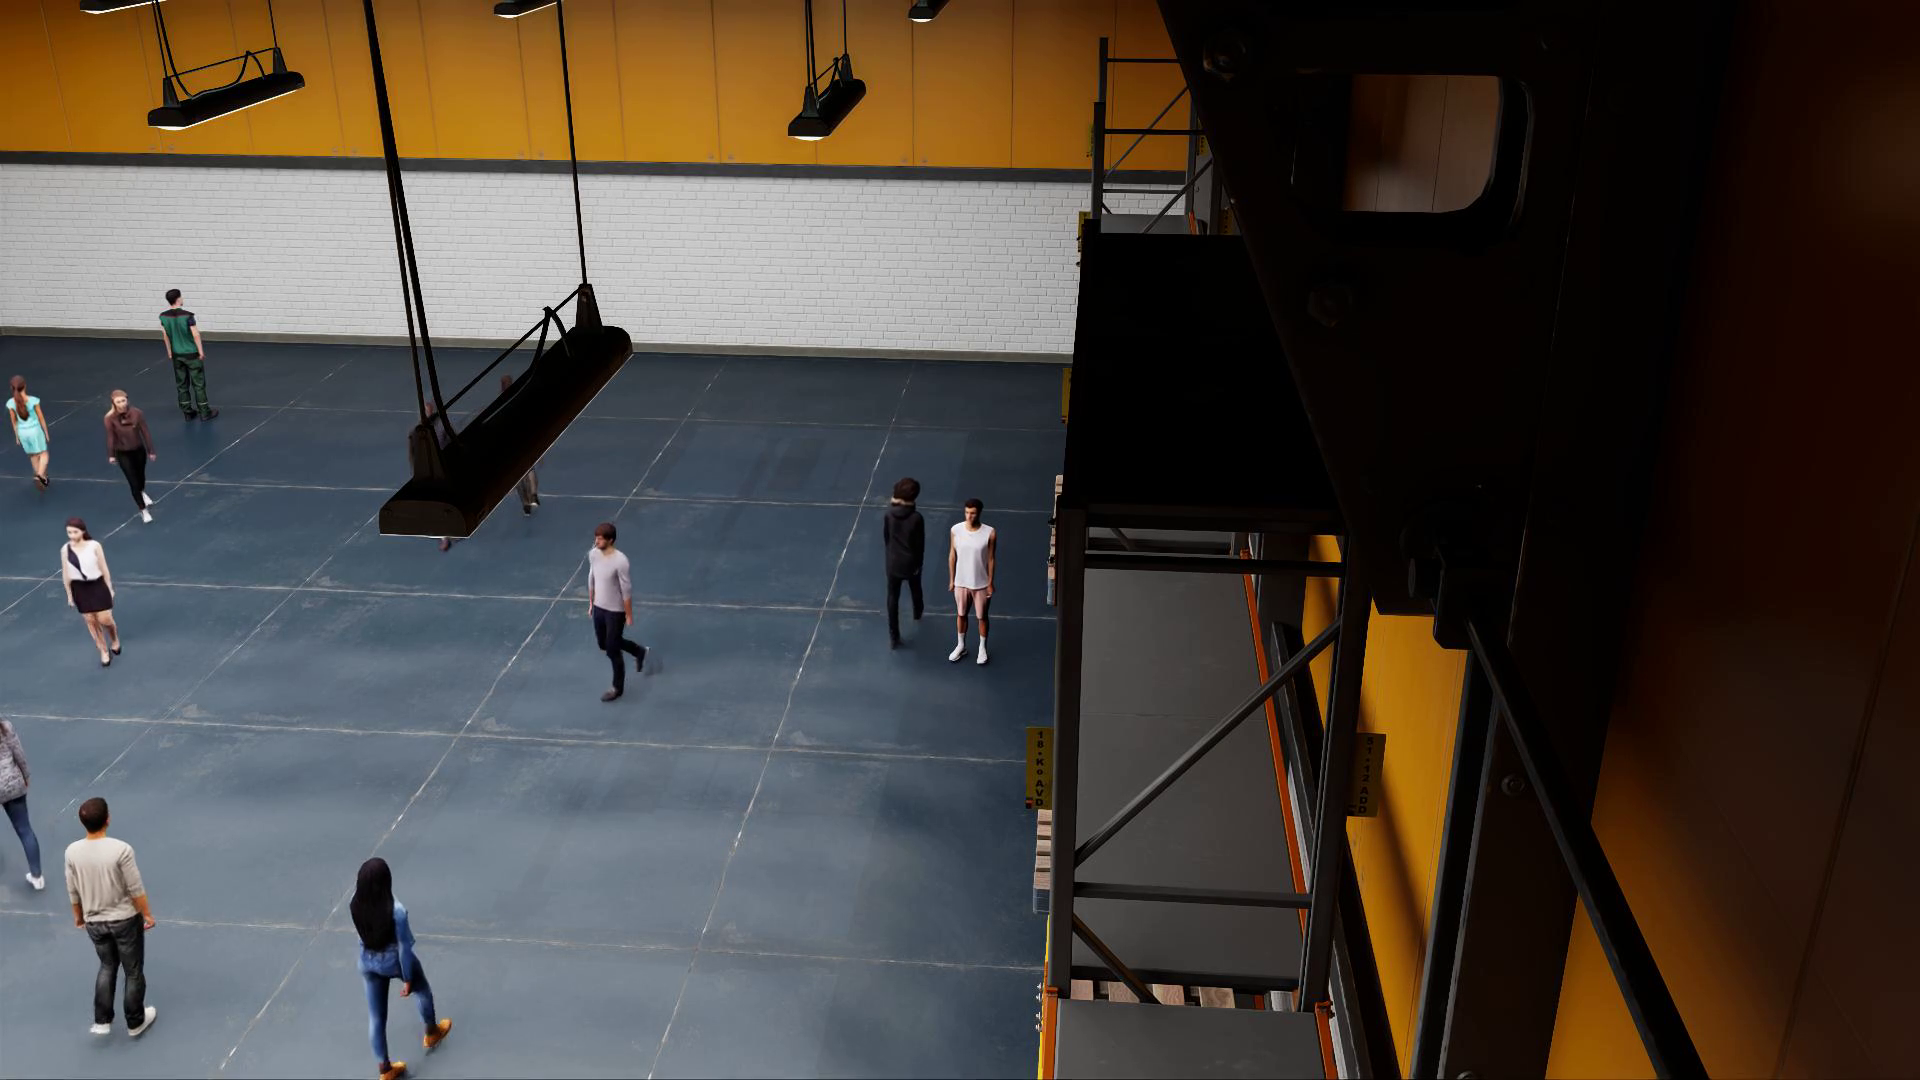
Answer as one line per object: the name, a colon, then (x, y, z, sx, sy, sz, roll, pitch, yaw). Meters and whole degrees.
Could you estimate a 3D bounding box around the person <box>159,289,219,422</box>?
person: (-11.021, -2.639, 23.670, 0.663, 1.900, 0.551, 2, 24, 5)

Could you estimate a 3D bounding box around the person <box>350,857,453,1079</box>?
person: (-3.898, 2.939, 11.174, 0.673, 1.687, 0.955, 5, 24, 10)

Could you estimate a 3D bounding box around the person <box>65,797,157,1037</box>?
person: (-5.951, 2.695, 11.628, 0.746, 1.773, 0.825, -2, 24, -4)

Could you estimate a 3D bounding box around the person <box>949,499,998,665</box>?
person: (0.142, 0.394, 16.871, 0.691, 1.788, 0.656, 8, 25, 17)

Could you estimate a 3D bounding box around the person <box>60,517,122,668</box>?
person: (-8.762, 0.505, 16.804, 0.662, 1.638, 0.712, -6, 24, -13)

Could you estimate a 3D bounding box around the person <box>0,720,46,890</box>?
person: (-7.601, 2.035, 13.228, 1.083, 1.699, 1.075, 20, 31, 38)

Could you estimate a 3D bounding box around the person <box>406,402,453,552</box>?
person: (-6.136, -0.812, 19.635, 0.716, 1.785, 1.008, 3, 24, 7)

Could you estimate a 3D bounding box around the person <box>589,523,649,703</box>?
person: (-3.330, 0.651, 16.240, 0.975, 1.823, 1.083, 19, 30, 36)

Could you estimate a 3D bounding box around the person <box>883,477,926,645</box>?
person: (-0.615, 0.254, 17.269, 0.691, 1.726, 1.134, 5, 24, 10)

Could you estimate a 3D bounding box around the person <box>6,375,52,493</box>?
person: (-11.793, -1.325, 21.101, 0.744, 1.550, 0.929, -7, 25, -16)

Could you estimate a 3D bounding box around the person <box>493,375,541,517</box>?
person: (-5.423, -1.121, 20.347, 0.776, 1.780, 0.791, -7, 25, -16)

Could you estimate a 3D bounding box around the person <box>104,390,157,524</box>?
person: (-10.167, -1.057, 20.383, 1.196, 1.635, 1.235, -20, 31, -38)
